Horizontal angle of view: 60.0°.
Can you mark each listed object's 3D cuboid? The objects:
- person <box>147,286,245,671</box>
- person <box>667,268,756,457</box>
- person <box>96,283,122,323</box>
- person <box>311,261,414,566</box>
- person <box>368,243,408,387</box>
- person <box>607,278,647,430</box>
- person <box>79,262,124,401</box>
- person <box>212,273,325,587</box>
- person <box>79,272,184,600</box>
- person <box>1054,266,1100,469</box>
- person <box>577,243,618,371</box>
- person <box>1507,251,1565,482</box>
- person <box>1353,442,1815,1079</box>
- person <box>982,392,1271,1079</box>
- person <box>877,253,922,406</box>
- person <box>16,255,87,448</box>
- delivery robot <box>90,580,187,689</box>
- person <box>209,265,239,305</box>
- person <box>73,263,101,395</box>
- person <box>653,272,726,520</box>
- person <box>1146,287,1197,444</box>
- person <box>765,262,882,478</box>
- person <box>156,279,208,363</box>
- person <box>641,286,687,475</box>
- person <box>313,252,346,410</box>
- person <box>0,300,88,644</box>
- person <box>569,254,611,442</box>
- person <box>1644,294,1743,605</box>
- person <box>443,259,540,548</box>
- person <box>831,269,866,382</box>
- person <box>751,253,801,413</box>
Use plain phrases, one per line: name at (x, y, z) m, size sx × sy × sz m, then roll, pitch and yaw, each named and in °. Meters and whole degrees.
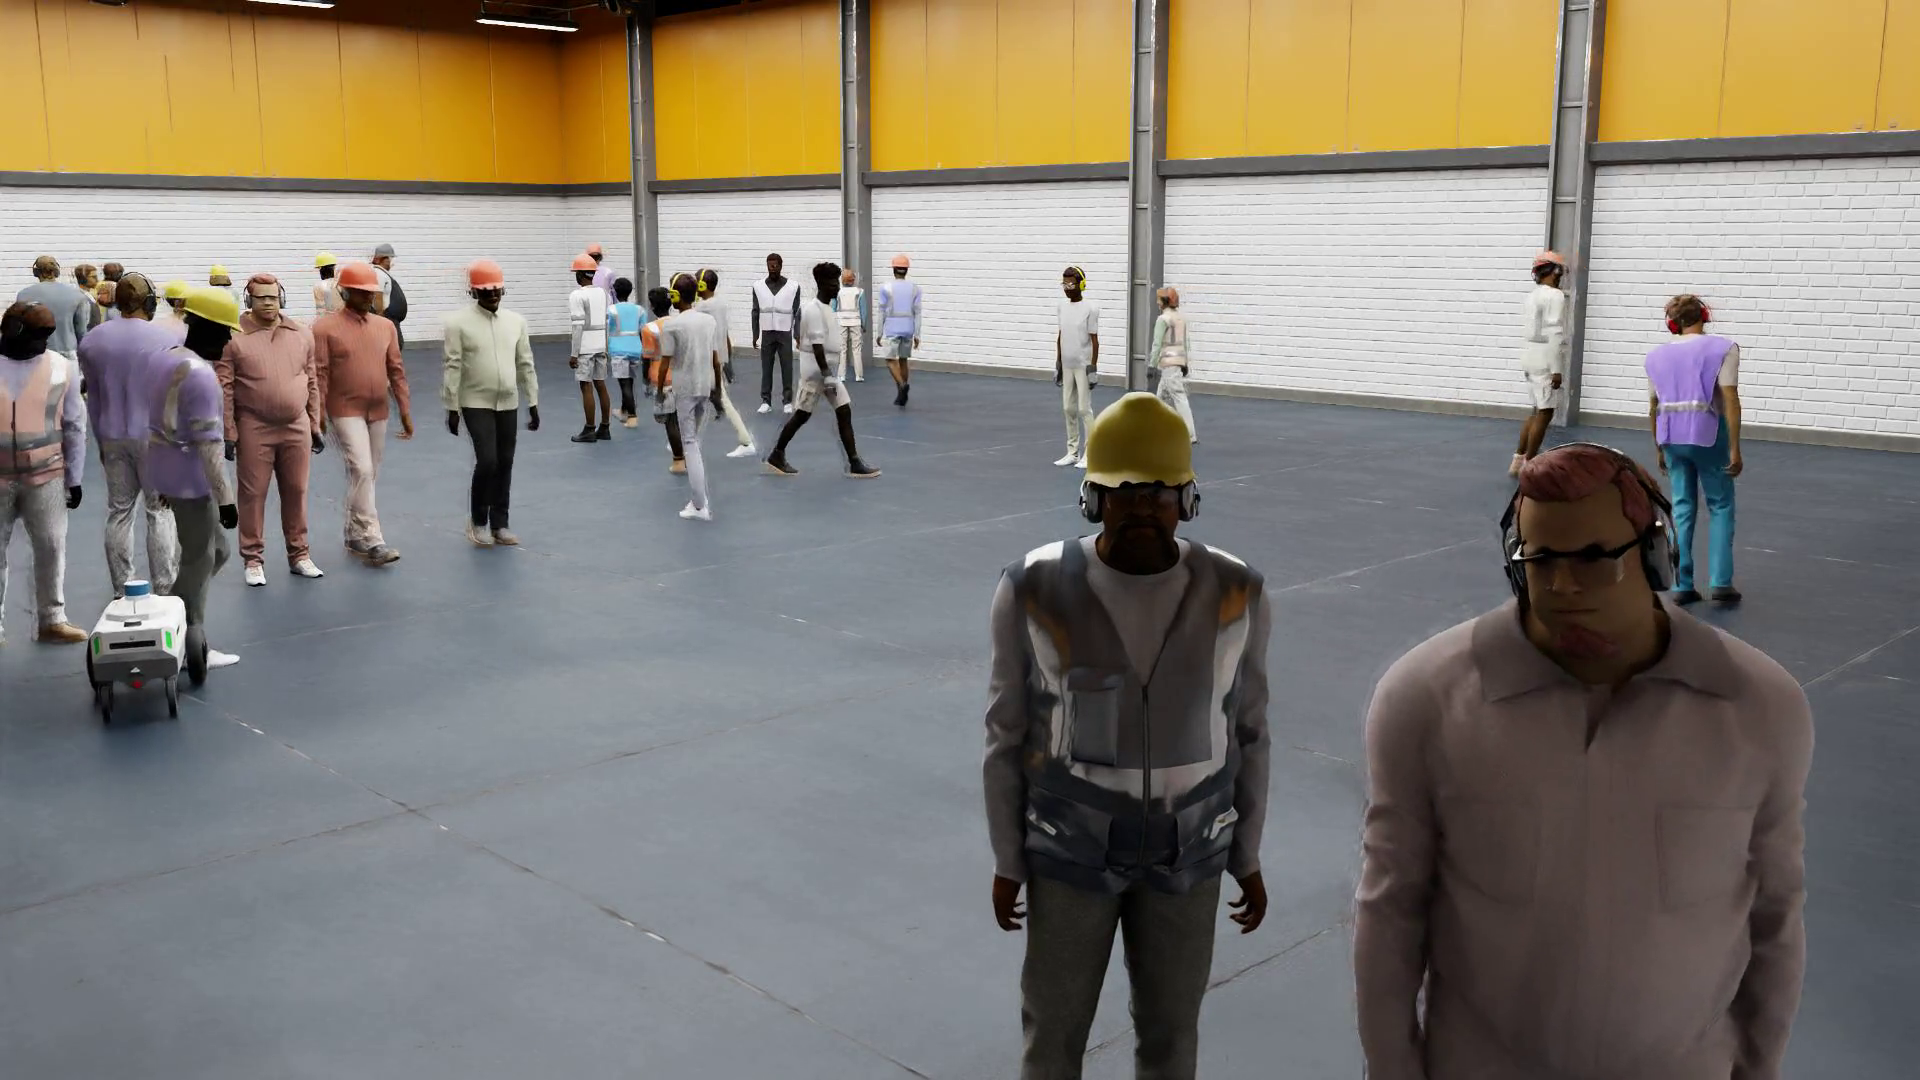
person at (-3.684, -0.281, 8.092) m, size 0.478 × 1.882 × 0.634 m, roll -8°, pitch 13°, yaw -37°
person at (-2.404, -1.705, 16.065) m, size 0.972 × 1.823 × 0.508 m, roll 2°, pitch 11°, yaw 13°
person at (-9.231, -1.973, 18.052) m, size 0.508 × 1.610 × 0.515 m, roll -4°, pitch 11°, yaw -19°
person at (-3.816, -0.817, 10.821) m, size 0.902 × 1.955 × 0.626 m, roll 7°, pitch 13°, yaw 35°
person at (-8.016, -3.147, 23.304) m, size 0.538 × 2.000 × 0.713 m, roll -2°, pitch 11°, yaw -12°
person at (-3.782, -2.075, 18.512) m, size 0.538 × 1.655 × 0.847 m, roll -9°, pitch 14°, yaw -41°
person at (-10.833, -2.610, 21.048) m, size 0.621 × 1.815 × 0.811 m, roll 7°, pitch 12°, yaw 32°
person at (-4.219, -0.679, 10.220) m, size 0.651 × 1.904 × 0.403 m, roll -10°, pitch 14°, yaw -44°
person at (-4.645, -0.546, 9.452) m, size 0.622 × 1.931 × 0.391 m, roll 1°, pitch 10°, yaw 7°
person at (1.067, -1.576, 15.270) m, size 0.367 × 1.853 × 0.488 m, roll -9°, pitch 14°, yaw -42°
person at (-5.601, -3.576, 25.724) m, size 0.620 × 2.018 × 0.831 m, roll -1°, pitch 10°, yaw -7°
person at (4.987, -1.465, 14.314) m, size 0.409 × 2.002 × 0.657 m, roll 0°, pitch 10°, yaw 2°
person at (0.919, 0.766, 2.513) m, size 0.647 × 1.857 × 0.995 m, roll 3°, pitch 11°, yaw 14°
person at (0.339, 0.616, 3.347) m, size 0.587 × 1.835 × 0.404 m, roll -1°, pitch 10°, yaw -4°
person at (-0.732, -2.591, 20.626) m, size 0.551 × 1.914 × 0.739 m, roll -4°, pitch 11°, yaw -19°
person at (-8.993, -1.852, 16.522) m, size 0.358 × 1.938 × 0.636 m, roll 8°, pitch 13°, yaw 39°
delivery robot at (-3.747, 0.429, 7.604) m, size 0.477 × 0.478 × 0.707 m, roll -4°, pitch 11°, yaw -21°
person at (-9.771, -2.774, 22.090) m, size 0.325 × 1.740 × 0.492 m, roll 4°, pitch 11°, yaw 21°
person at (-9.815, -2.177, 18.609) m, size 0.683 × 1.825 × 0.517 m, roll -3°, pitch 11°, yaw -15°
person at (-2.067, -1.074, 12.504) m, size 0.527 × 1.852 × 0.563 m, roll 9°, pitch 14°, yaw 40°
person at (2.081, -1.782, 17.040) m, size 0.877 × 1.590 × 0.534 m, roll 6°, pitch 12°, yaw 31°
person at (-1.255, -1.489, 14.640) m, size 1.038 × 1.918 × 0.590 m, roll 4°, pitch 11°, yaw 19°
person at (-6.886, -1.427, 14.712) m, size 0.491 × 1.748 × 0.538 m, roll 4°, pitch 11°, yaw 19°
person at (-2.608, -1.416, 14.833) m, size 0.547 × 1.672 × 0.476 m, roll -9°, pitch 14°, yaw -42°
person at (-7.692, -2.556, 20.395) m, size 0.368 × 1.926 × 0.587 m, roll 4°, pitch 11°, yaw 20°
person at (-4.906, -0.313, 8.529) m, size 0.770 × 1.812 × 0.433 m, roll -6°, pitch 12°, yaw -29°
person at (-3.847, -1.977, 17.206) m, size 0.356 × 1.937 × 0.552 m, roll 5°, pitch 12°, yaw 27°
person at (4.280, -0.528, 9.693) m, size 0.516 × 1.789 × 0.665 m, roll -9°, pitch 14°, yaw -41°
person at (-3.178, -0.920, 11.358) m, size 0.630 × 1.968 × 0.496 m, roll -10°, pitch 14°, yaw -44°
person at (-1.625, -3.110, 24.215) m, size 0.538 × 1.635 × 0.327 m, roll 0°, pitch 10°, yaw -2°
person at (-2.208, -2.485, 20.028) m, size 0.596 × 1.916 × 0.373 m, roll 0°, pitch 10°, yaw 3°
